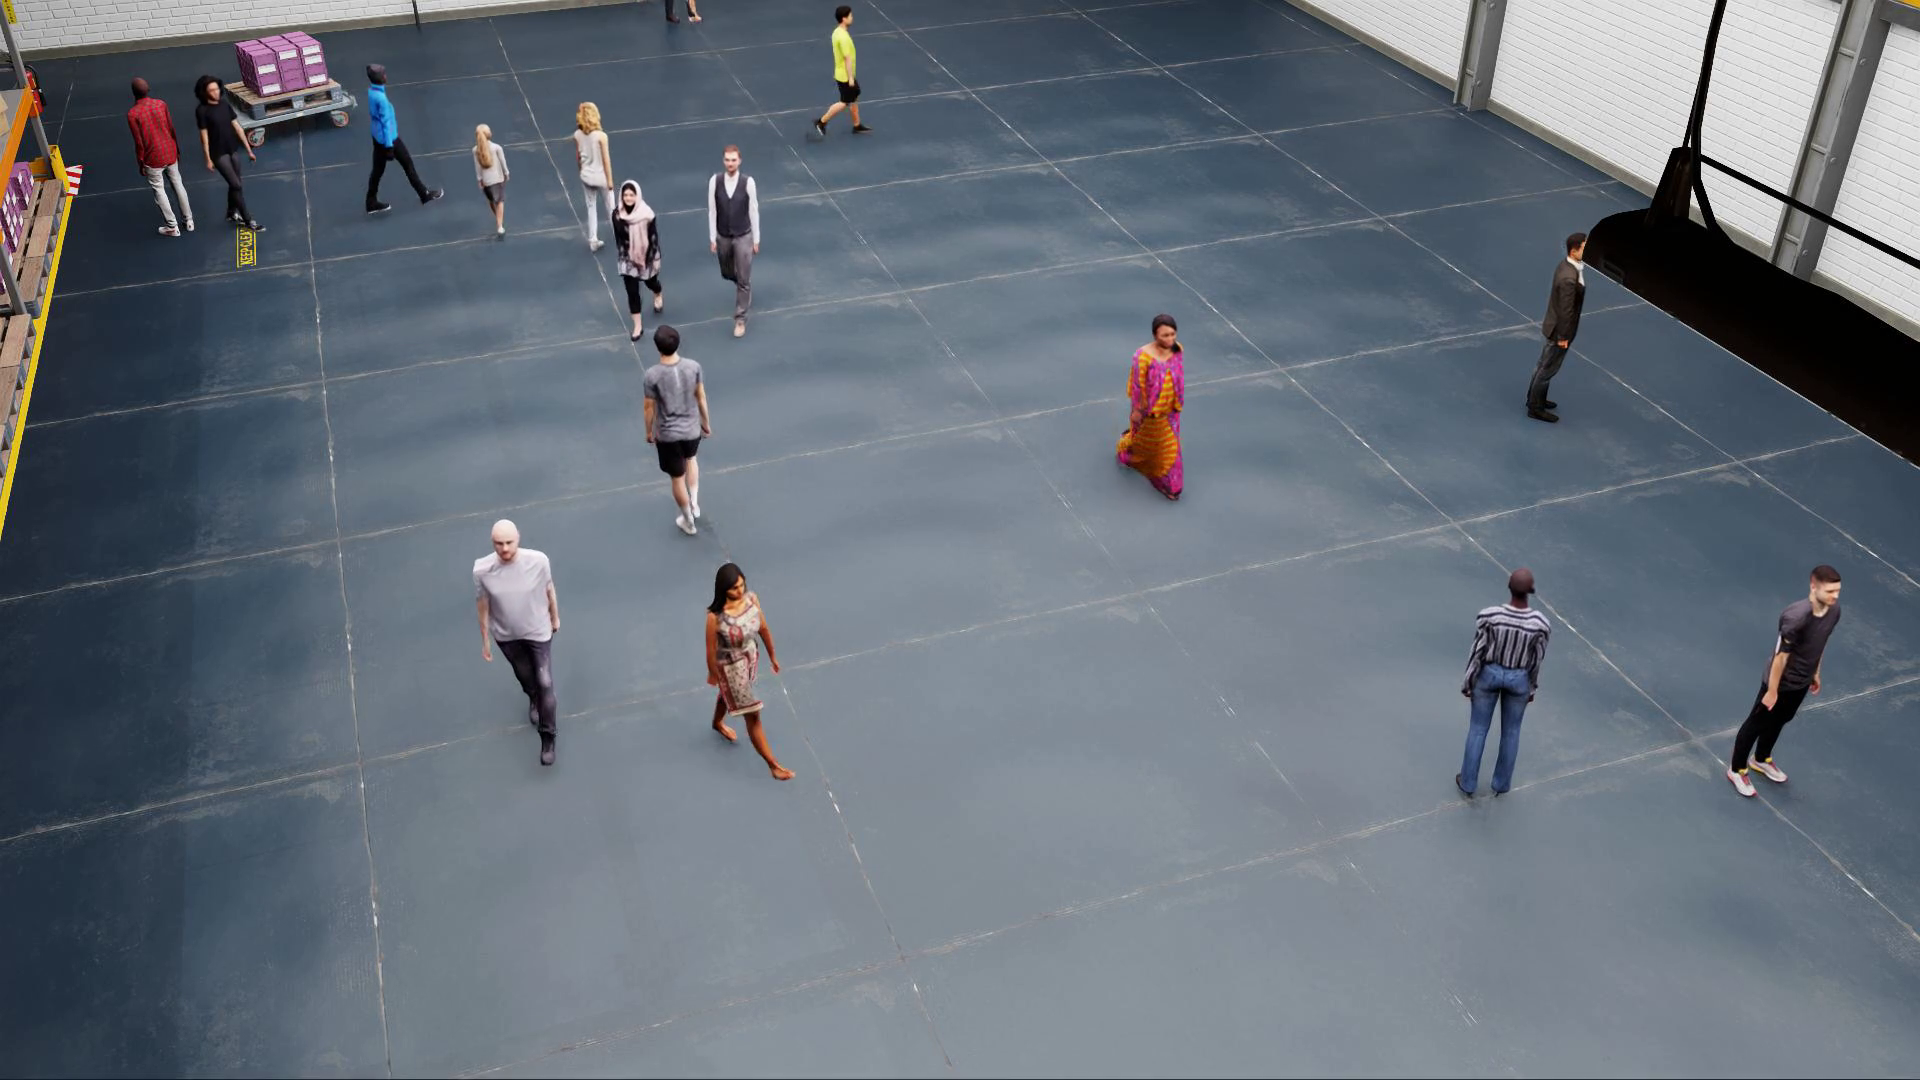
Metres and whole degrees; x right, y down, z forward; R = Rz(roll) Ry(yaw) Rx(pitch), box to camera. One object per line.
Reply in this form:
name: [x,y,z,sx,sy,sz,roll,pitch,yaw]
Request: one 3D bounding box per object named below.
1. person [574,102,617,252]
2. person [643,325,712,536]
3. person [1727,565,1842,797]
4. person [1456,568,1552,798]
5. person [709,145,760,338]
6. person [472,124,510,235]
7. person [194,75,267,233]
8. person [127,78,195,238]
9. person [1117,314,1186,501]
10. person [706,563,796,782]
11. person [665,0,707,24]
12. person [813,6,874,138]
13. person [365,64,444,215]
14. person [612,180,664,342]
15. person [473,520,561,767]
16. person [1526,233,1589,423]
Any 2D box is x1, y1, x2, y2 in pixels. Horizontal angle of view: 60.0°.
person: [-4.104,-4.022,18.526,0.936,1.649,1.032,11,35,16]
person: [-2.265,-0.850,13.566,0.722,1.857,0.736,-17,37,-23]
person: [5.490,0.907,11.009,0.666,1.762,0.561,-16,37,-22]
person: [3.553,0.954,10.909,0.719,1.794,0.726,6,34,9]
person: [-2.276,-3.100,16.897,0.986,1.918,1.179,4,34,7]
person: [-5.341,-4.106,19.012,0.690,1.252,0.935,0,34,-1]
person: [-8.468,-4.441,19.008,0.981,1.814,0.924,14,36,20]
person: [-9.097,-4.366,18.890,0.769,1.820,0.756,23,40,31]
person: [1.668,-1.194,14.268,0.702,1.655,1.102,-14,36,-21]
person: [-1.563,0.817,11.302,1.226,1.587,0.993,25,41,32]
person: [-4.494,-8.954,25.751,1.080,1.866,1.005,18,37,24]
person: [-1.554,-6.013,21.490,0.779,1.685,1.005,-7,34,-11]
person: [-6.756,-4.609,19.321,0.945,1.747,1.165,-23,40,-31]
person: [-3.240,-2.903,16.889,0.922,1.598,1.191,1,34,2]
person: [-3.006,0.579,11.479,0.859,1.788,1.223,-3,34,-5]
person: [5.518,-1.979,15.315,0.816,1.802,0.692,8,34,11]
